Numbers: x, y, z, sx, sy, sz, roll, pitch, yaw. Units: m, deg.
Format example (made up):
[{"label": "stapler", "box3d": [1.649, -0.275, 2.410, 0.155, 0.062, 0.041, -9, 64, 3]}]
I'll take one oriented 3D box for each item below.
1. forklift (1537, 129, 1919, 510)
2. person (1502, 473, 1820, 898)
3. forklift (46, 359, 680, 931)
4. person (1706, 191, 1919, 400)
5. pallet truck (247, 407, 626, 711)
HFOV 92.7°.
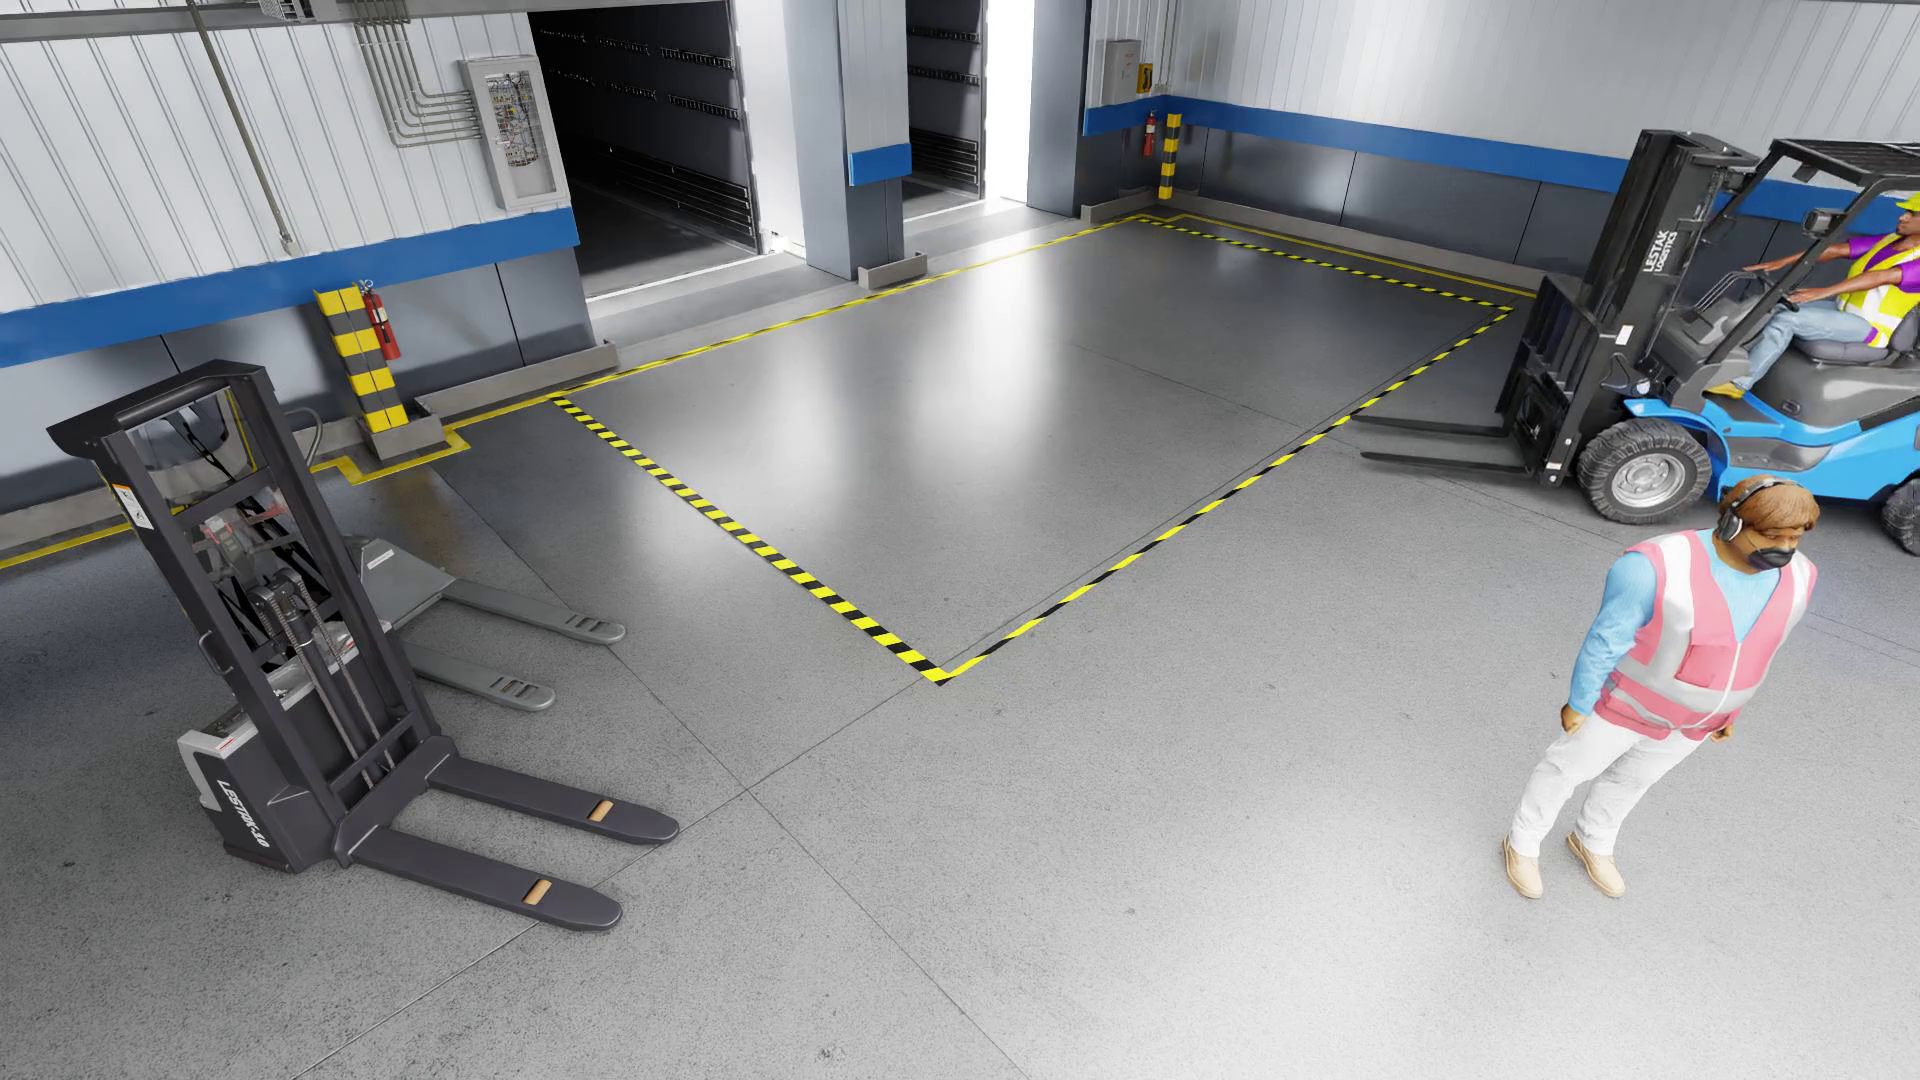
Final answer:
[{"label": "forklift", "box3d": [5.173, -1.309, 5.583, 2.680, 2.036, 1.157, 7, 35, 10]}, {"label": "person", "box3d": [2.462, 0.586, 3.250, 0.618, 1.845, 0.430, 1, 34, 1]}, {"label": "forklift", "box3d": [-2.135, 0.422, 3.354, 1.885, 1.965, 0.823, 10, 35, 14]}, {"label": "person", "box3d": [5.115, -1.475, 5.494, 1.002, 1.294, 0.635, 7, 35, 10]}, {"label": "pallet truck", "box3d": [-2.628, 0.038, 4.590, 1.601, 1.201, 0.680, 12, 36, 18]}]
